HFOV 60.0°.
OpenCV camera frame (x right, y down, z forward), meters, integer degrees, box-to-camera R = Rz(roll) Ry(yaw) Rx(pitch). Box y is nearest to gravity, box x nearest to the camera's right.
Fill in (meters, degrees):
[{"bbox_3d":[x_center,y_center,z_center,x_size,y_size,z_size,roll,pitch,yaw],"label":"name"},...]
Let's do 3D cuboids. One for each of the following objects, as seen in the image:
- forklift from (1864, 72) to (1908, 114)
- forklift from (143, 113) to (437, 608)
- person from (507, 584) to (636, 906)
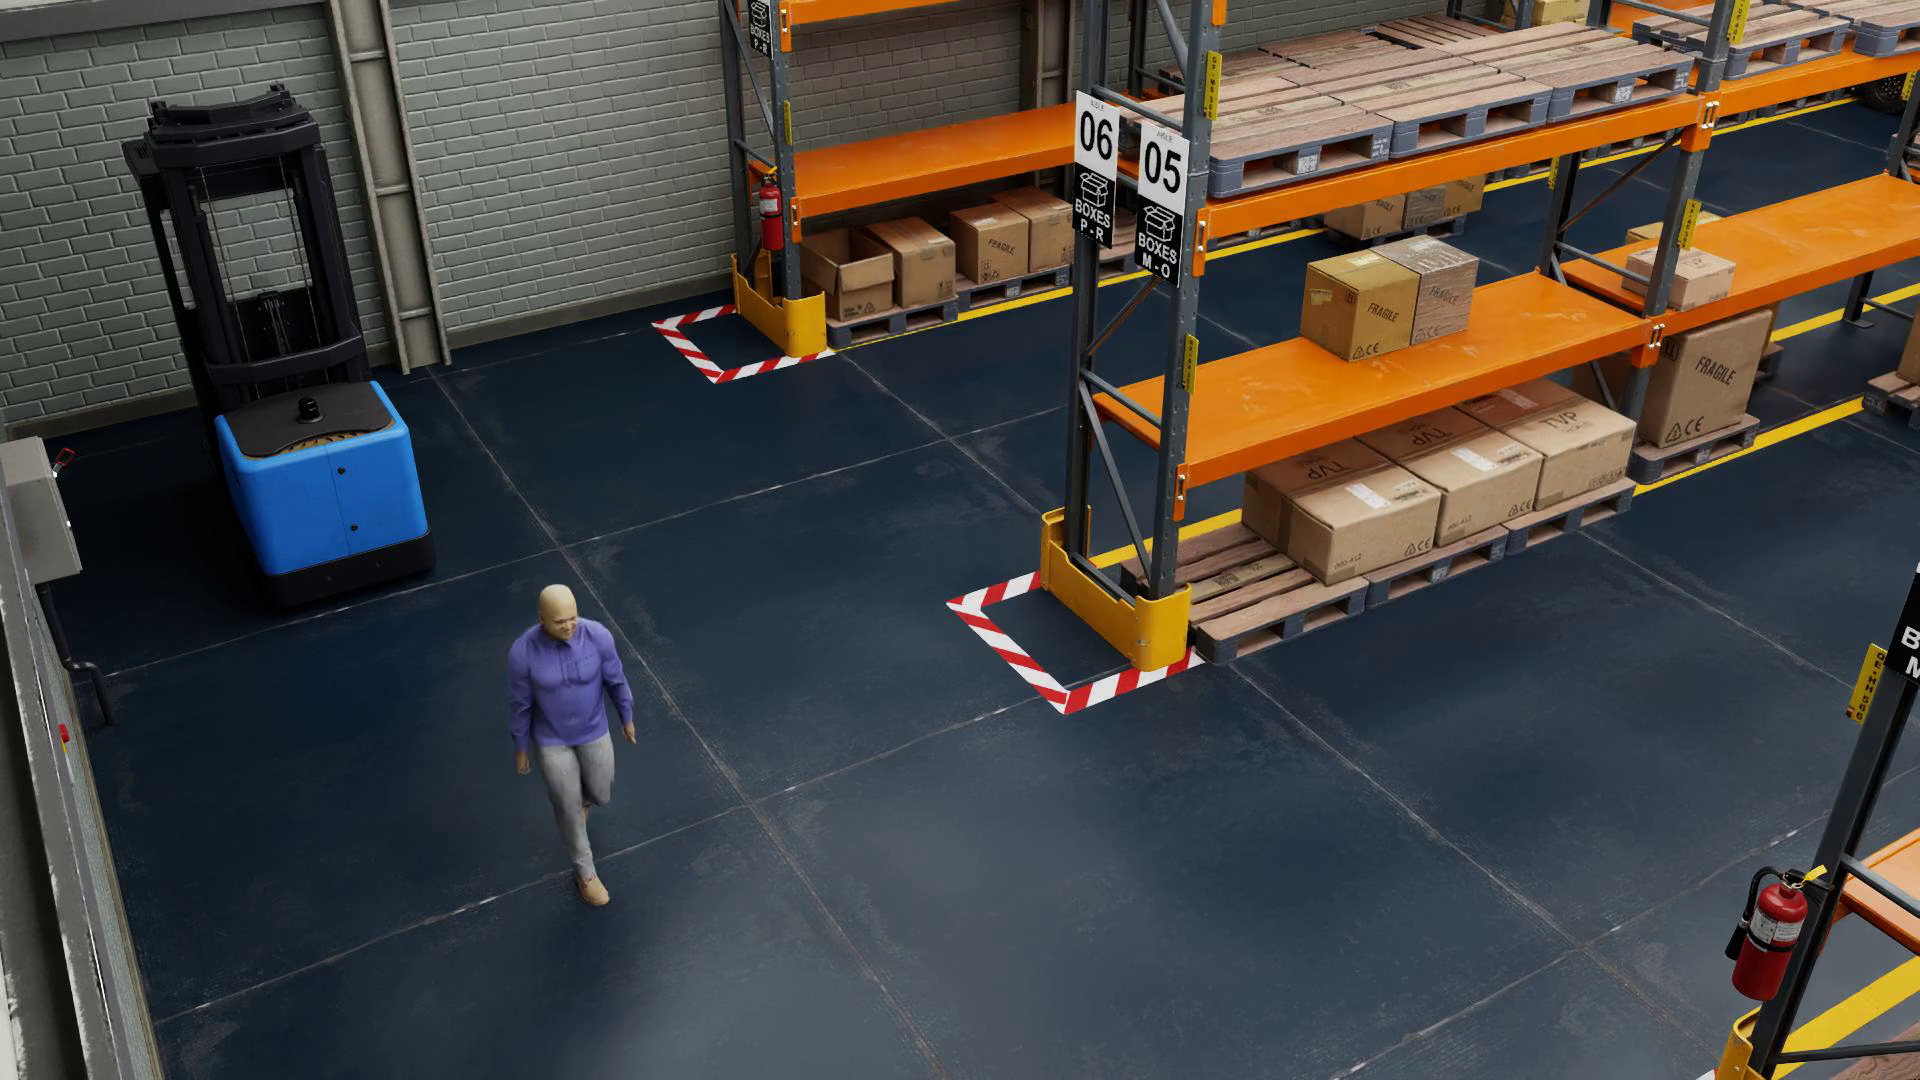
[{"bbox_3d":[11.468,-5.645,18.244,1.214,2.155,2.313,-17,36,-26],"label":"forklift"},{"bbox_3d":[-4.289,-1.259,10.509,1.129,2.768,1.873,-17,36,-26],"label":"forklift"},{"bbox_3d":[-1.884,0.900,8.058,0.603,1.773,0.641,-13,34,-19],"label":"person"}]
